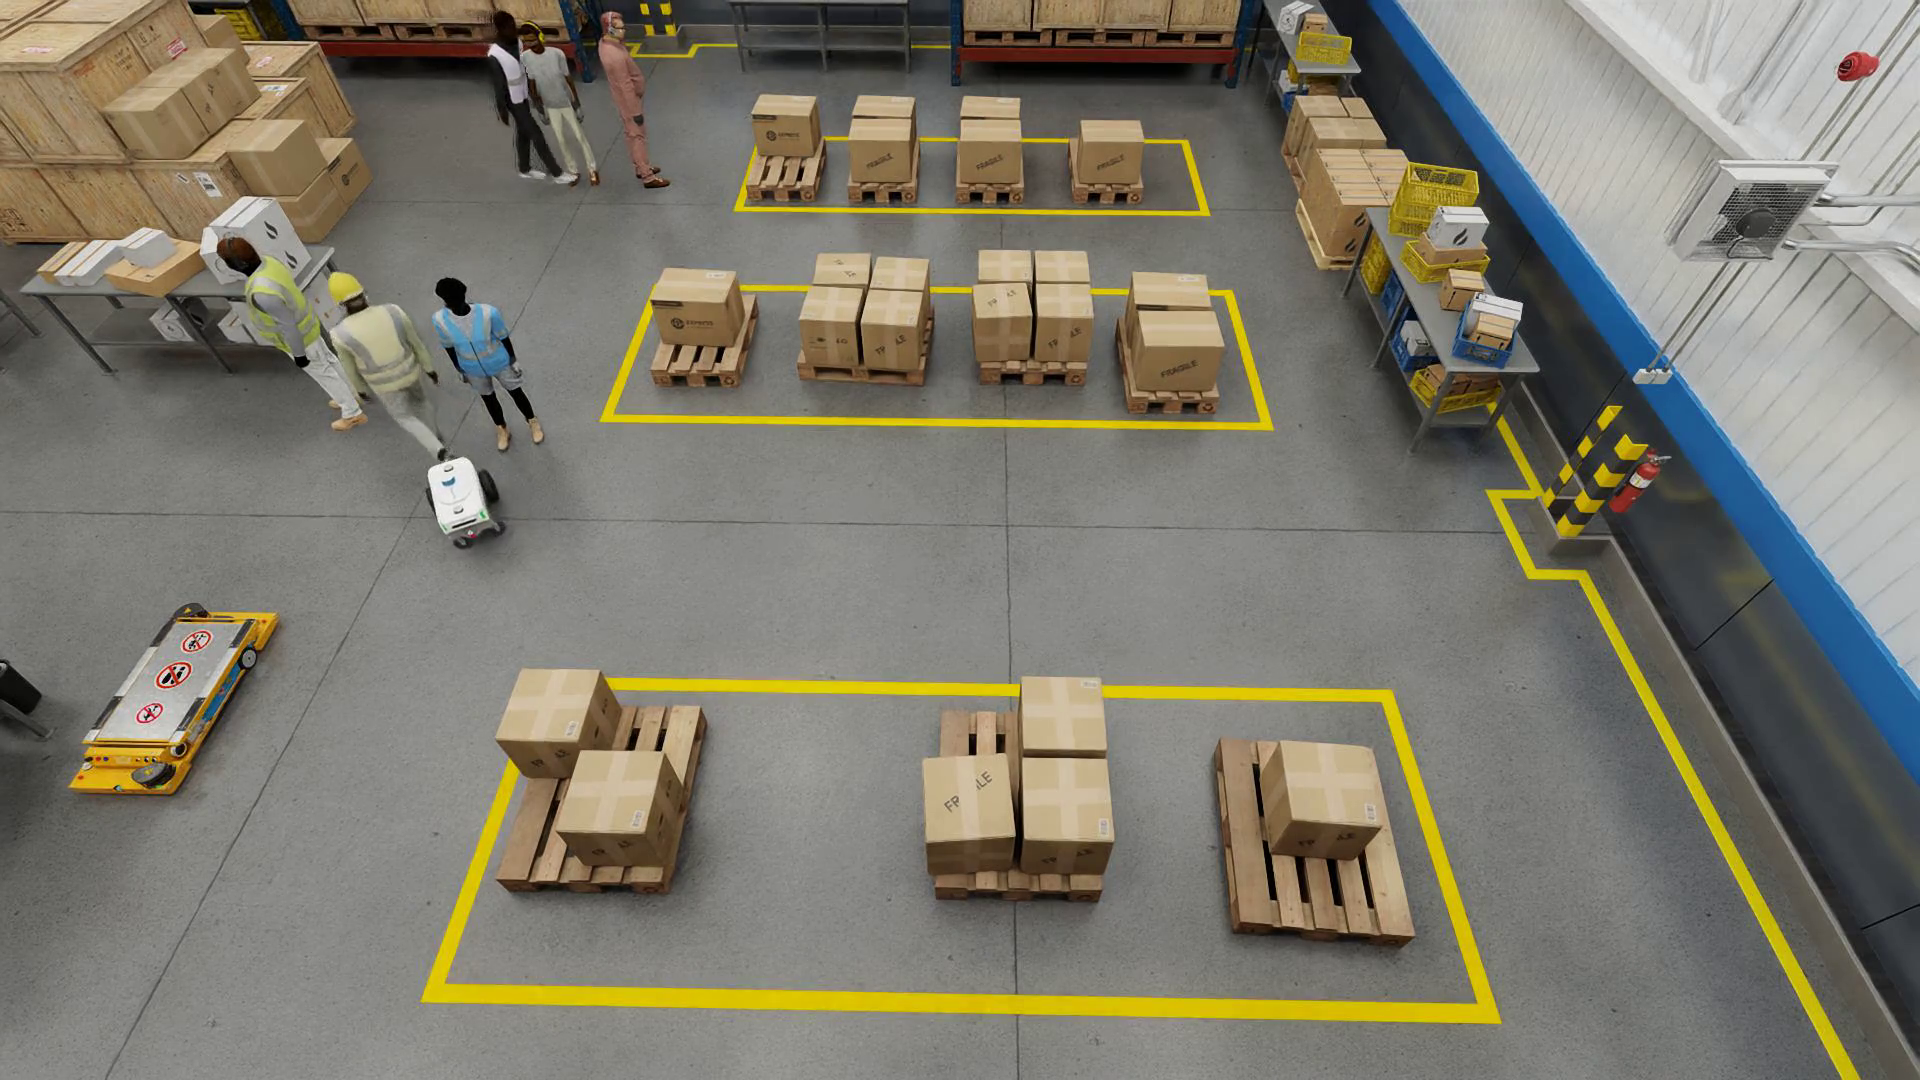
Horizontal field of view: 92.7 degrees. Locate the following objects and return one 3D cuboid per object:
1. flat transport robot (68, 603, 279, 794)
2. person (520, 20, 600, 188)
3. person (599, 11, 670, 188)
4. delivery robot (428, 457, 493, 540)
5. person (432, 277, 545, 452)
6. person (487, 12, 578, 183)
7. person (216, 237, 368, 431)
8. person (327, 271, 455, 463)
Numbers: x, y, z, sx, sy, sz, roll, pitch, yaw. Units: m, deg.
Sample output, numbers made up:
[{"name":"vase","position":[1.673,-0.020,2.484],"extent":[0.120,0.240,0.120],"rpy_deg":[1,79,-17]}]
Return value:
[{"name":"flat transport robot","position":[-5.504,1.072,6.442],"extent":[0.652,0.197,1.431],"rpy_deg":[1,50,1]},{"name":"person","position":[-4.605,-4.975,10.533],"extent":[0.519,1.856,0.336],"rpy_deg":[-5,50,-4]},{"name":"person","position":[-3.787,-5.052,10.565],"extent":[0.401,1.901,0.642],"rpy_deg":[-21,53,-17]},{"name":"delivery robot","position":[-4.044,-0.341,7.394],"extent":[0.477,0.478,0.707],"rpy_deg":[-22,53,-18]},{"name":"person","position":[-3.947,-1.460,7.659],"extent":[0.531,1.693,0.320],"rpy_deg":[-13,51,-10]},{"name":"person","position":[-5.020,-5.085,10.610],"extent":[0.869,1.869,0.605],"rpy_deg":[3,50,3]},{"name":"person","position":[-5.655,-1.743,7.803],"extent":[0.429,1.839,0.633],"rpy_deg":[-20,53,-16]},{"name":"person","position":[-4.583,-1.327,7.478],"extent":[0.768,1.803,0.608],"rpy_deg":[30,56,23]}]
